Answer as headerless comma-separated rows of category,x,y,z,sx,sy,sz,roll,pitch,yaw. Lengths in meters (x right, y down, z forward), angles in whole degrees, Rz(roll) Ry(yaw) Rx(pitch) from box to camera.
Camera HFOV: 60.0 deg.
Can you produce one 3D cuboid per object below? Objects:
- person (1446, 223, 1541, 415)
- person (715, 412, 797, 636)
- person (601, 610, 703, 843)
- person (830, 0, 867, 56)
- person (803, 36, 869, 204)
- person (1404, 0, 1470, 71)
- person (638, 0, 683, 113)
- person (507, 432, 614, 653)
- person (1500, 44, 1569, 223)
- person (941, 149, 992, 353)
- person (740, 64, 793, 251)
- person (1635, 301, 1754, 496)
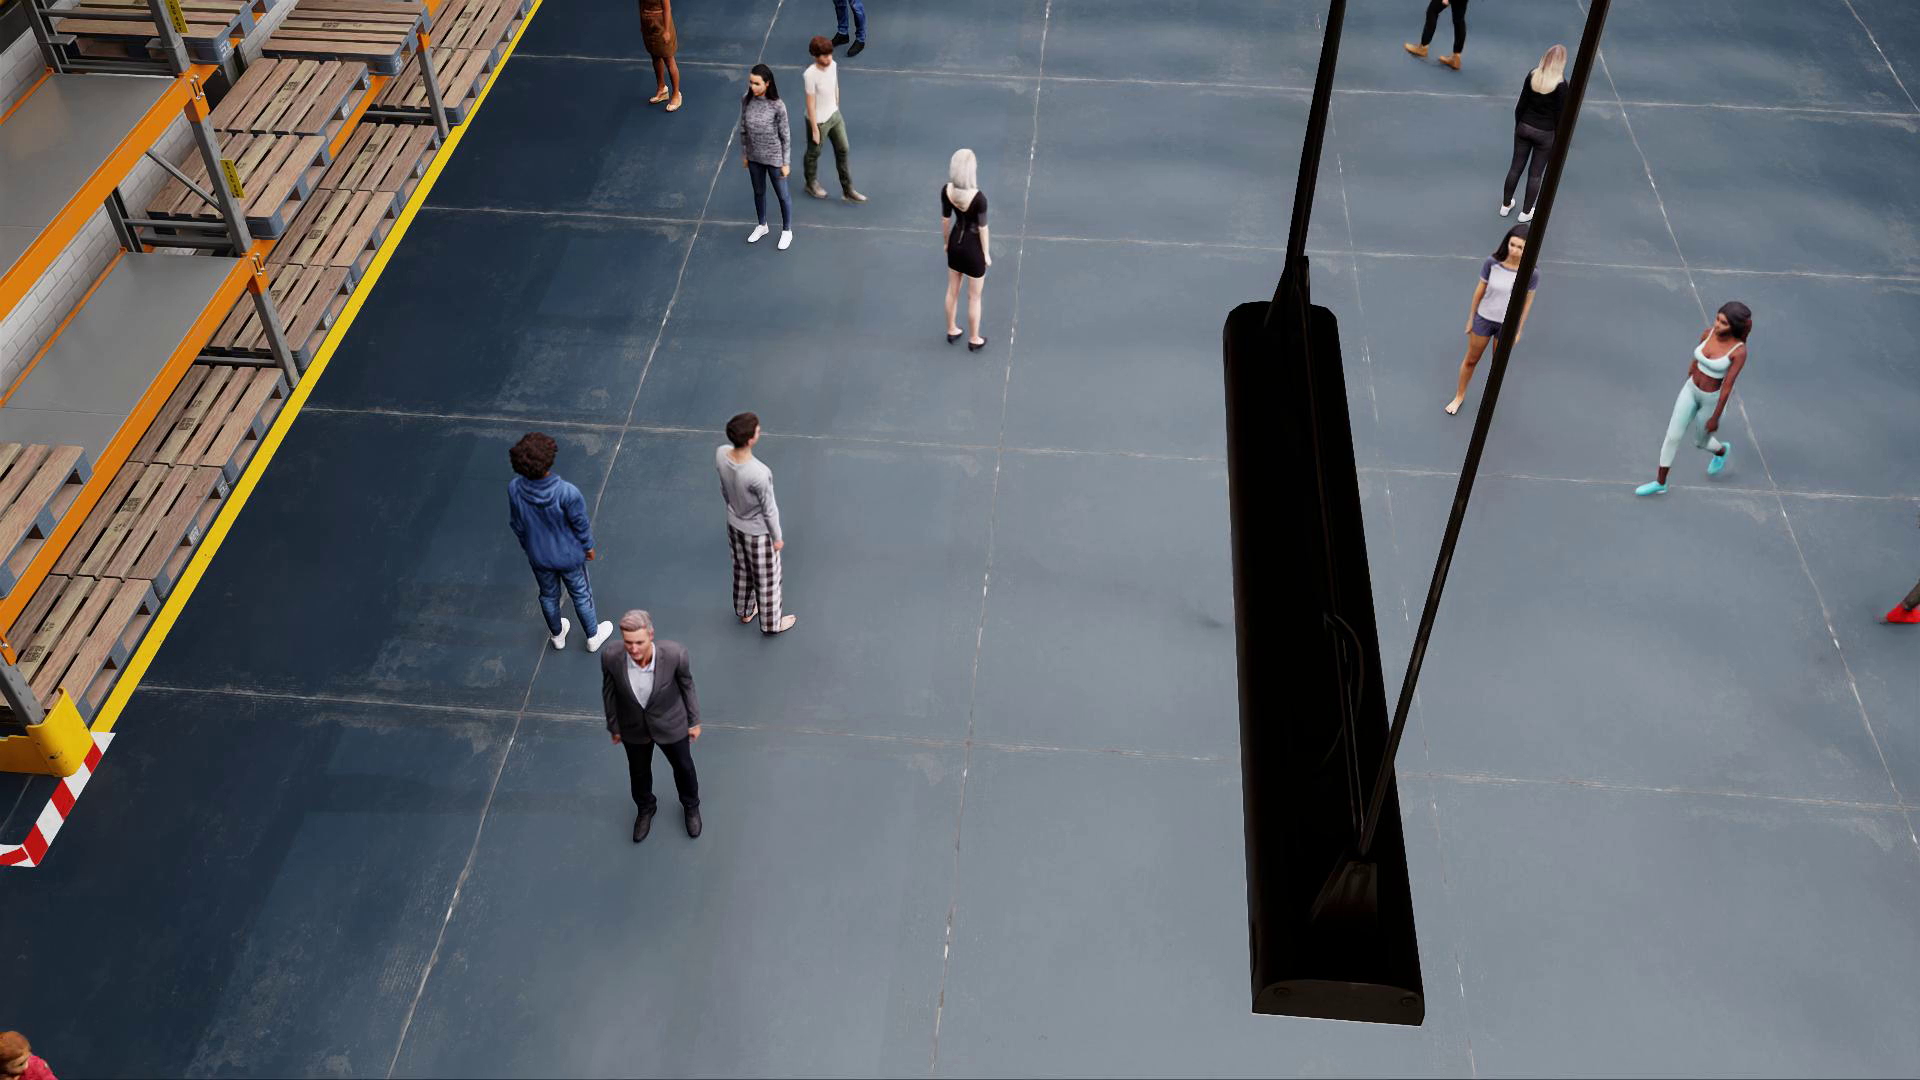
person,4.149,-1.688,12.853,0.643,1.734,0.613,16,46,17
person,-1.391,-0.097,11.100,0.702,1.848,0.726,31,51,28
person,-1.821,1.082,9.867,0.756,1.842,0.655,-3,44,-3
person,-1.182,-5.990,17.254,0.765,1.891,0.766,28,50,26
person,-1.312,-3.865,15.216,0.981,1.626,0.979,31,52,28
person,5.141,-5.624,17.011,0.930,1.698,1.011,-26,49,-25
person,-2.986,-5.064,16.428,0.646,1.690,0.680,32,52,29
person,-2.676,0.034,10.990,0.677,1.809,0.550,5,44,5
person,5.174,-3.653,14.950,0.691,1.686,0.727,33,53,30
person,0.044,-2.337,13.463,0.639,1.831,0.630,24,48,23
person,-1.692,-3.388,14.639,0.675,1.732,0.636,17,46,17
person,5.501,-1.022,12.176,0.956,1.703,1.022,-17,46,-18
